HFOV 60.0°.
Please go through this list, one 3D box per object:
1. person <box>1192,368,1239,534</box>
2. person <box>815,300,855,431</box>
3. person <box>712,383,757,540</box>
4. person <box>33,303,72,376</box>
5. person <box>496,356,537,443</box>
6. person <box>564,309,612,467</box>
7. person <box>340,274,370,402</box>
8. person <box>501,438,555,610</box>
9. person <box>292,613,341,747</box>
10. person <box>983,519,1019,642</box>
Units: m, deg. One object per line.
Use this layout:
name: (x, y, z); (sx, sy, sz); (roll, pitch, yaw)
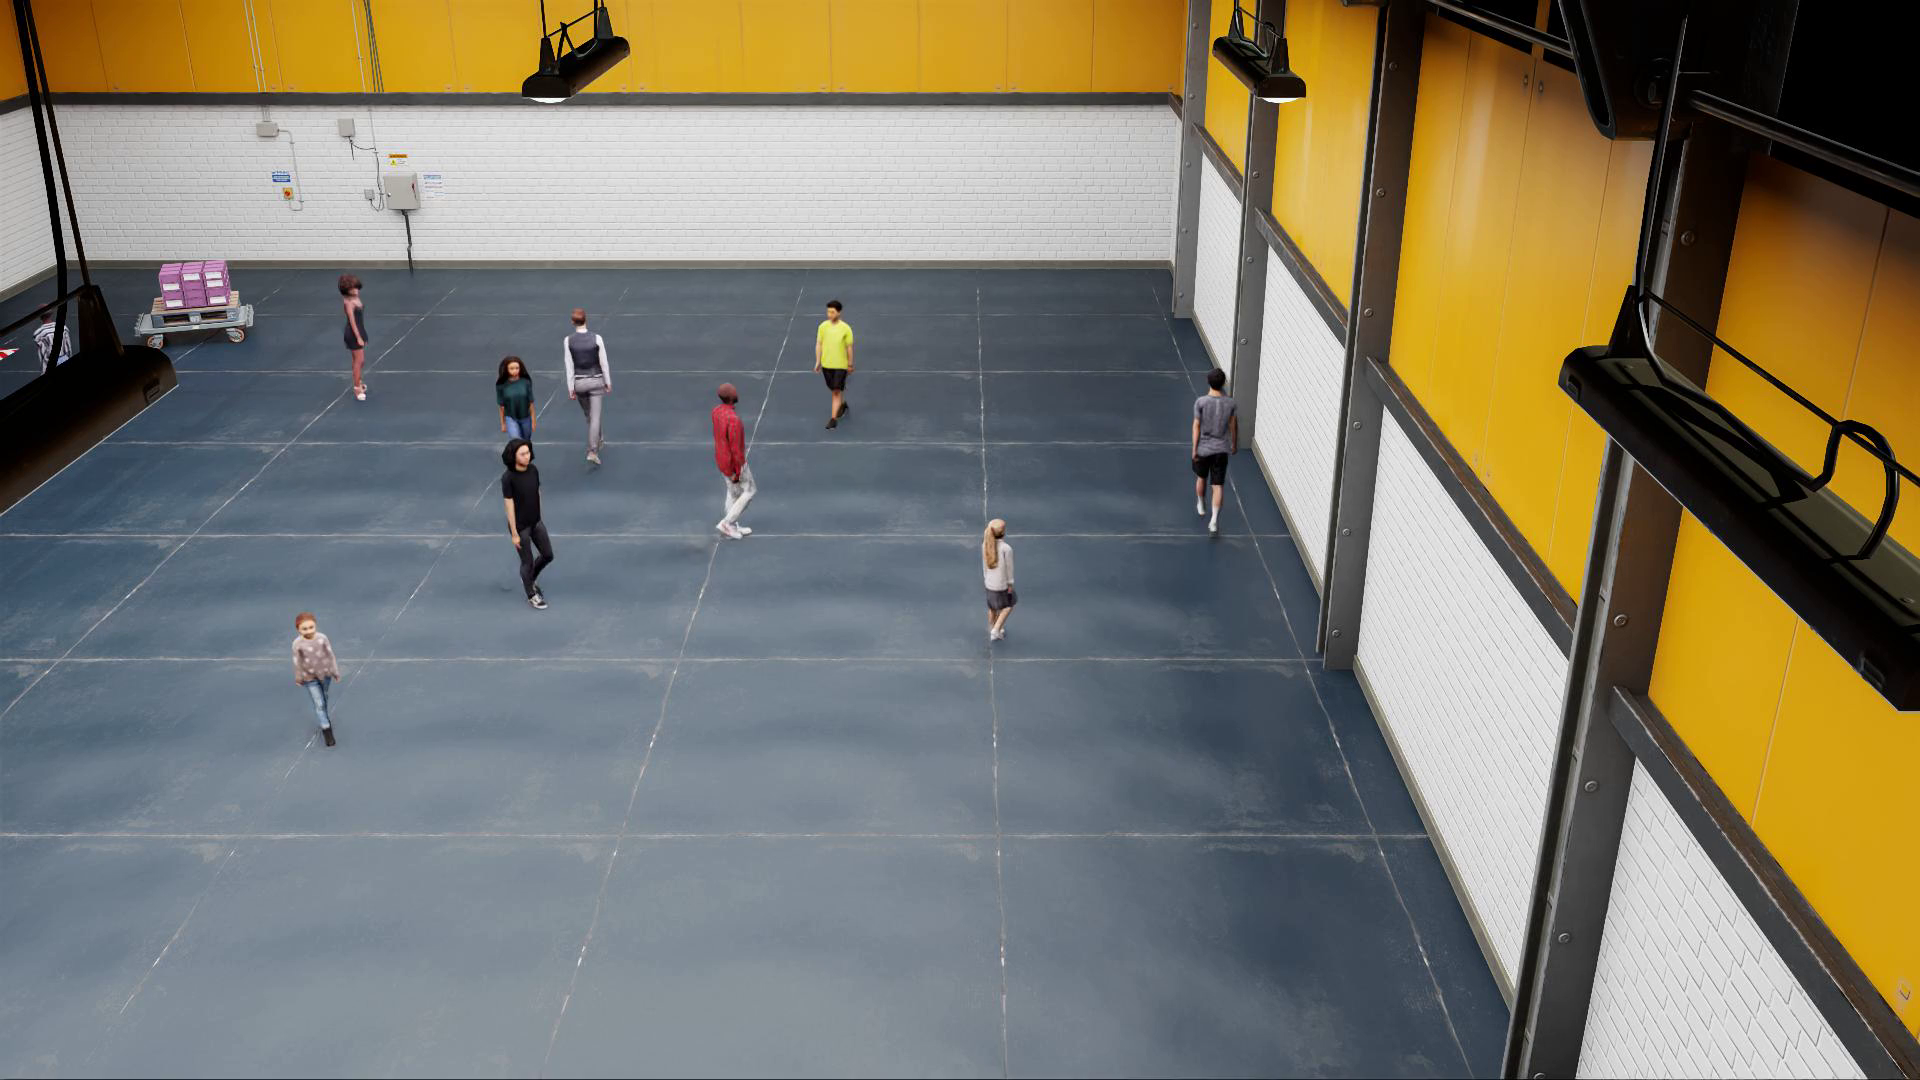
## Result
person: (2.825, -0.962, 18.512); (0.730, 1.838, 1.200); (2, 24, 4)
person: (-1.621, -2.343, 21.882); (0.879, 1.669, 1.188); (8, 25, 17)
person: (-2.573, -0.843, 18.278); (0.899, 1.807, 0.833); (-16, 28, -33)
person: (-11.533, -2.153, 21.291); (0.770, 1.794, 0.632); (11, 26, 23)
person: (-5.304, -1.446, 19.938); (0.873, 1.583, 1.140); (-10, 26, -22)
person: (-4.589, -1.871, 20.502); (0.646, 1.909, 1.232); (1, 24, 2)
person: (-8.321, -2.818, 22.847); (0.834, 1.767, 0.603); (-9, 25, -20)
person: (-4.425, -0.186, 16.758); (0.866, 1.820, 0.799); (17, 29, 34)
person: (-5.613, 1.156, 14.500); (0.753, 1.171, 0.877); (-15, 28, -30)
person: (0.342, 0.411, 16.079); (0.644, 1.270, 0.701); (17, 29, 33)
